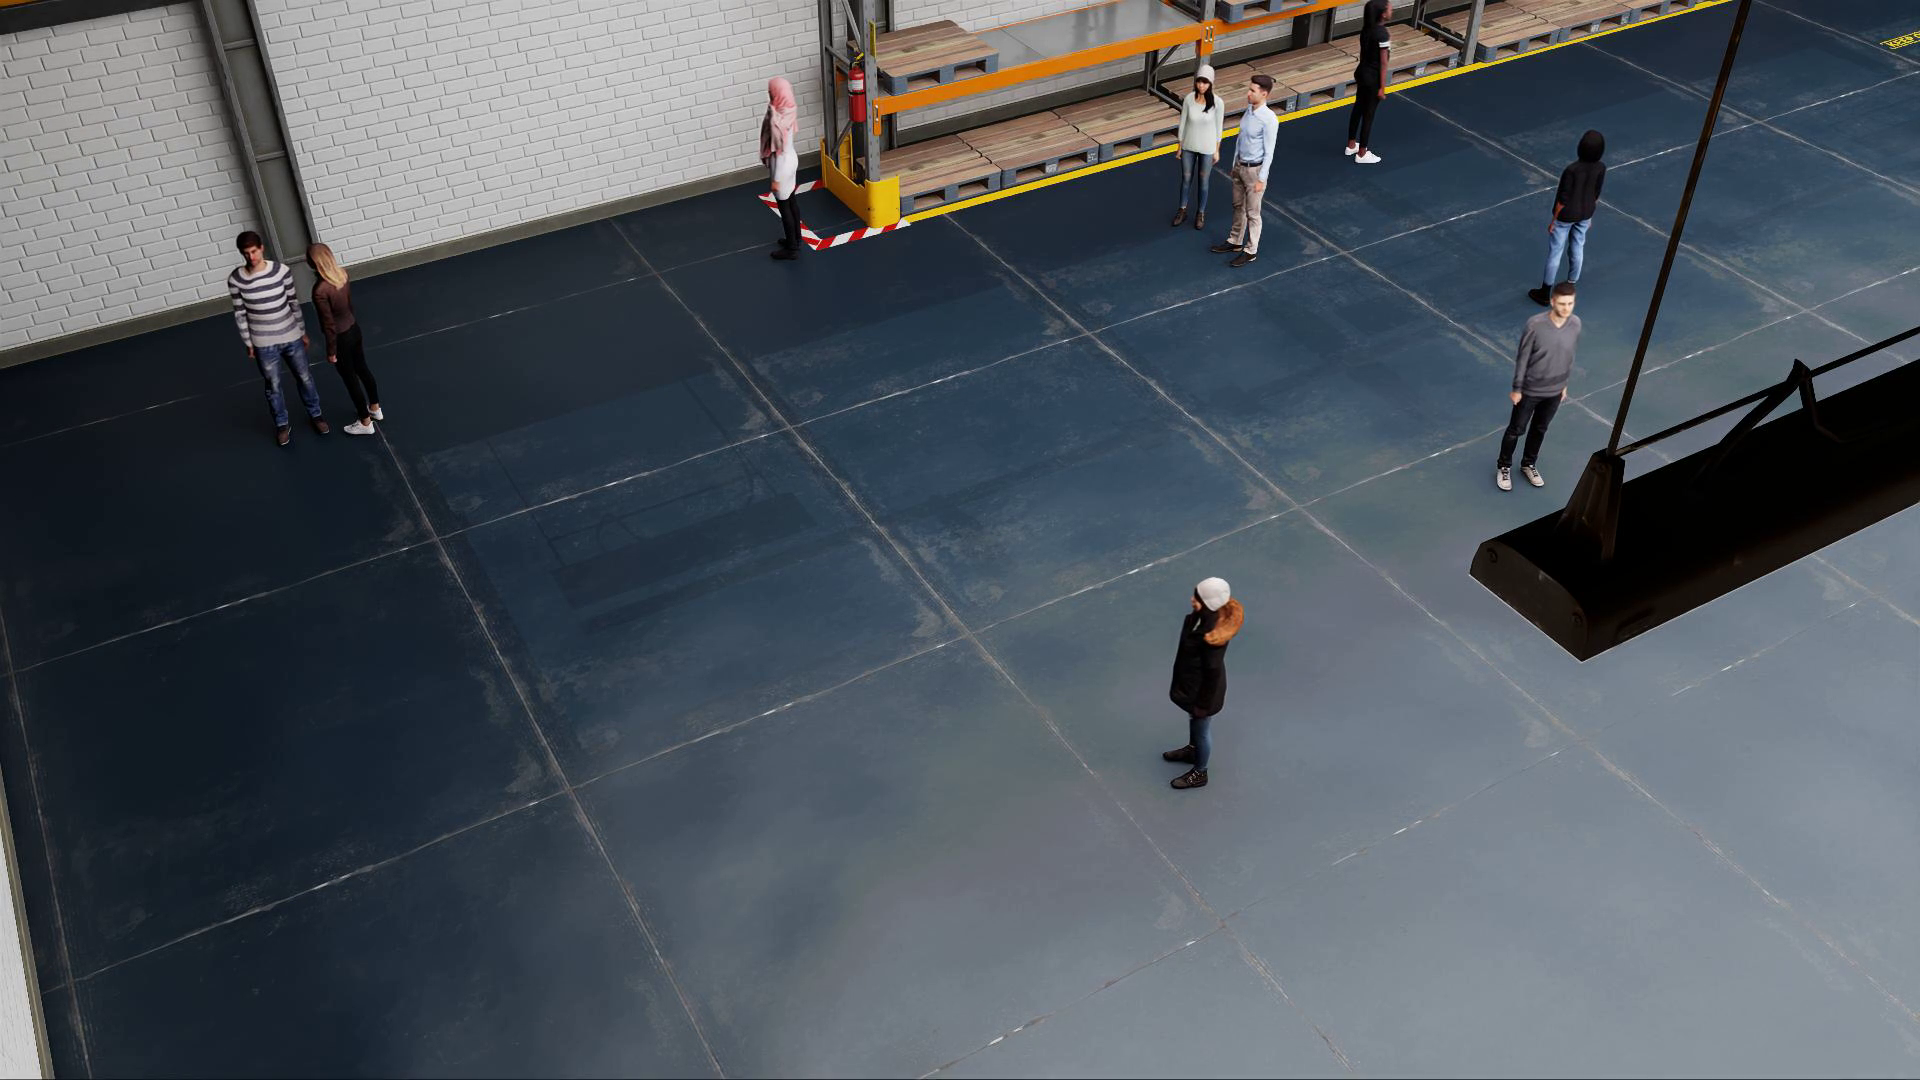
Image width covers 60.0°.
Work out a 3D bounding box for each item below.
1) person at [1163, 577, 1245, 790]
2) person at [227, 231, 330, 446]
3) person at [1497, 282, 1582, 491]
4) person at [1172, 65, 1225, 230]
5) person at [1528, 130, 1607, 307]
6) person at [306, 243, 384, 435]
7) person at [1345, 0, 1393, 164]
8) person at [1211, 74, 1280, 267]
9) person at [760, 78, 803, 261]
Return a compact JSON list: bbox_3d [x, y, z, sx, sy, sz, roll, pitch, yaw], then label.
[{"bbox_3d":[1.502,0.880,10.356,0.761,1.634,0.737,-2,39,-2],"label":"person"},{"bbox_3d":[-5.492,-1.646,13.342,0.478,1.855,0.716,-17,42,-20],"label":"person"},{"bbox_3d":[4.486,-1.198,12.856,0.604,1.761,0.750,-5,39,-7],"label":"person"},{"bbox_3d":[2.333,-3.843,16.261,0.639,1.645,0.692,11,40,13],"label":"person"},{"bbox_3d":[5.544,-2.912,15.050,0.573,1.702,0.690,-7,39,-8],"label":"person"},{"bbox_3d":[-4.982,-1.634,13.447,0.698,1.704,0.669,5,39,6],"label":"person"},{"bbox_3d":[4.300,-4.821,17.420,0.649,1.728,0.665,-10,40,-13],"label":"person"},{"bbox_3d":[2.739,-3.499,15.667,0.611,1.848,0.648,-17,42,-20],"label":"person"},{"bbox_3d":[-1.665,-3.513,15.721,0.793,1.803,0.736,9,39,11],"label":"person"}]
